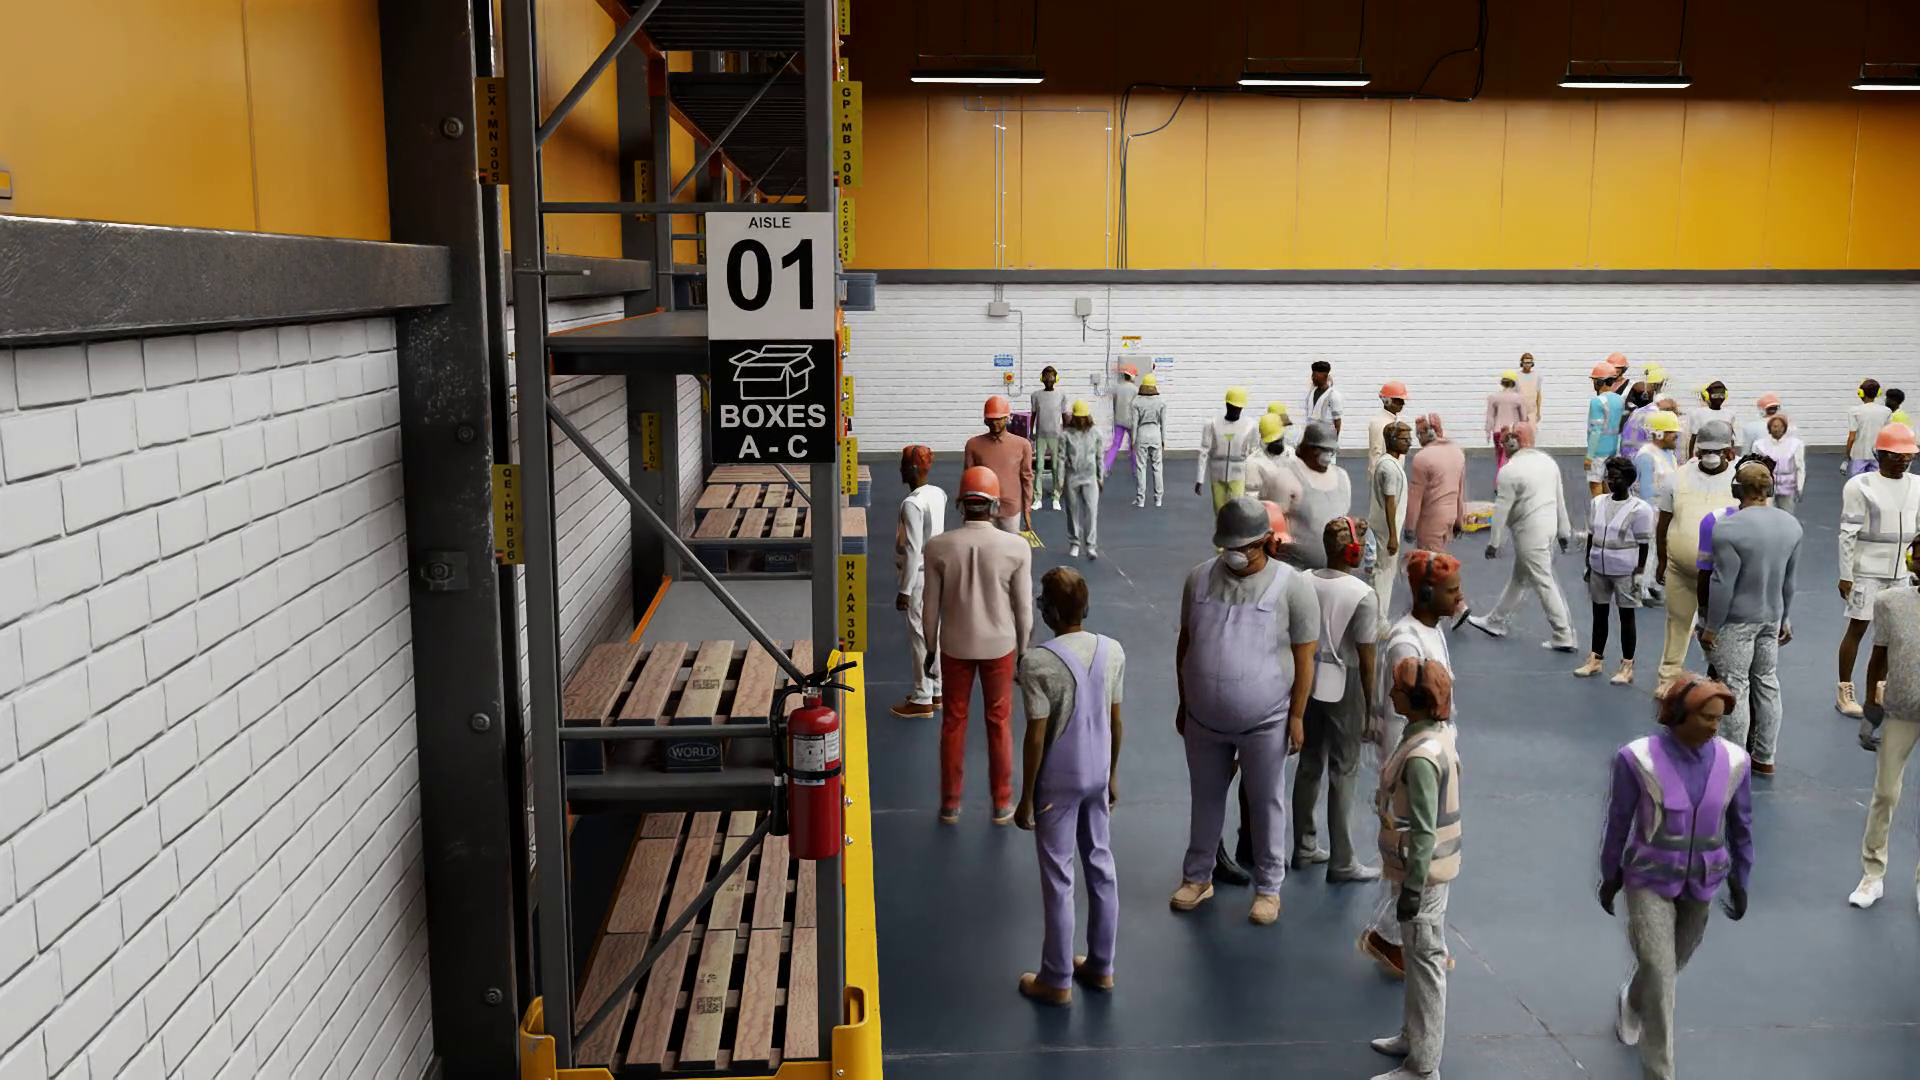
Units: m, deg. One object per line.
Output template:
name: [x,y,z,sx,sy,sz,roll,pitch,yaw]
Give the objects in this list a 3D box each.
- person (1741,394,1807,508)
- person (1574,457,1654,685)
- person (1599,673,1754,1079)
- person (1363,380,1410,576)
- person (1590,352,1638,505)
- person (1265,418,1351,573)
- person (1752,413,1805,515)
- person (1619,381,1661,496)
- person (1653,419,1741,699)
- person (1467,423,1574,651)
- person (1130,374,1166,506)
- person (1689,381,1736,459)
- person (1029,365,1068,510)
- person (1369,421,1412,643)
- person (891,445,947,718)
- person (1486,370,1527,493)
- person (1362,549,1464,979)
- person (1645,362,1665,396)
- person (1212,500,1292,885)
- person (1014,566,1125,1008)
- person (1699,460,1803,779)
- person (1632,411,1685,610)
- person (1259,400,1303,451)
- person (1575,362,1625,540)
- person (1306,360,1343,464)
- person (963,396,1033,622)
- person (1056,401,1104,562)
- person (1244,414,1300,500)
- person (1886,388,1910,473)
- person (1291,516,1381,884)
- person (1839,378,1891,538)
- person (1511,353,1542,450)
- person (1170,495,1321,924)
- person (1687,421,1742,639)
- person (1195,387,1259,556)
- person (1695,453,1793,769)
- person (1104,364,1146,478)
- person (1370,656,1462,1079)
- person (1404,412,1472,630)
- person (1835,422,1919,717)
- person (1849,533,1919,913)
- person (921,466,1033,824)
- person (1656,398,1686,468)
person: [8.999,-0.752,18.428,0.659,1.727,0.526,8,12,40]
person: [4.874,0.225,12.380,0.320,1.697,0.531,-6,11,-33]
person: [2.653,1.257,6.222,0.530,1.603,0.826,0,9,0]
person: [4.304,-0.617,16.740,0.401,1.989,0.623,6,11,34]
person: [8.558,-1.438,21.768,0.404,2.036,0.613,-6,11,-35]
person: [2.548,0.079,12.218,0.688,2.000,0.729,-4,10,-24]
person: [8.549,-0.535,17.423,0.518,1.605,0.762,4,10,26]
person: [7.699,-0.879,18.860,0.429,1.842,0.634,1,9,7]
person: [5.258,0.156,11.736,0.689,2.000,0.537,5,10,30]
person: [4.622,-0.034,13.617,0.651,1.825,1.054,-8,12,-40]
person: [2.467,-1.310,21.876,0.492,1.742,0.315,-2,9,-10]
person: [8.383,-0.844,18.549,0.532,1.870,0.319,0,9,-1]
person: [1.136,-1.318,21.510,0.511,1.877,0.328,1,9,8]
person: [3.551,-0.067,13.752,0.328,1.842,0.514,1,9,8]
person: [-0.282,0.283,11.437,0.355,1.883,0.574,3,10,19]
person: [7.594,-1.503,23.171,0.517,1.720,0.913,6,11,35]
person: [1.993,0.966,7.170,0.399,1.870,0.593,3,10,20]
person: [10.143,-1.727,24.433,0.334,1.766,0.529,-4,10,-24]
person: [1.459,0.755,8.326,0.547,1.928,0.379,-8,12,-41]
person: [0.450,1.021,6.921,0.506,1.845,0.351,-6,11,-32]
person: [4.710,0.493,9.945,0.635,1.935,0.349,-3,10,-20]
person: [6.314,-0.258,15.064,0.595,1.818,0.427,-8,12,-42]
person: [3.368,-0.607,17.492,0.523,1.719,0.425,-2,9,-15]
person: [7.337,-1.016,19.090,0.614,2.042,0.373,-8,12,-42]
person: [4.581,-1.299,21.107,0.362,1.963,0.614,-5,10,-27]
person: [0.326,-0.266,14.529,0.618,1.993,0.396,1,9,5]
person: [1.281,-0.616,17.651,0.515,1.695,0.899,0,9,0]
person: [2.710,-0.162,14.261,0.727,1.875,0.479,-6,11,-33]
person: [11.449,-1.025,20.335,0.332,1.661,0.594,3,9,17]
person: [1.862,0.794,8.341,0.374,1.843,0.573,-6,11,-31]
person: [10.318,-0.908,18.971,0.533,1.864,0.311,0,9,-3]
person: [8.769,-1.994,25.894,0.524,1.832,0.364,0,9,1]
person: [1.302,0.780,7.817,0.674,2.000,0.535,5,10,29]
person: [6.244,-0.072,13.787,0.514,1.842,0.328,4,10,26]
person: [2.748,-0.633,17.153,0.631,1.887,0.761,2,9,15]
person: [4.806,0.439,10.188,0.613,1.964,0.361,-1,9,-4]
person: [2.466,-1.785,24.949,0.562,1.719,0.832,8,12,39]
person: [1.706,1.236,6.207,0.314,1.642,0.514,3,10,18]
person: [4.146,-0.165,14.341,0.708,1.880,0.793,-8,12,-40]
person: [6.332,0.211,11.386,0.614,2.040,0.390,-1,9,-7]
person: [4.551,0.857,7.870,0.512,1.871,0.329,6,11,33]
person: [0.095,0.585,9.197,0.615,1.995,0.395,1,9,5]
person: [8.218,-0.837,19.290,0.355,1.623,0.519,3,10,20]
